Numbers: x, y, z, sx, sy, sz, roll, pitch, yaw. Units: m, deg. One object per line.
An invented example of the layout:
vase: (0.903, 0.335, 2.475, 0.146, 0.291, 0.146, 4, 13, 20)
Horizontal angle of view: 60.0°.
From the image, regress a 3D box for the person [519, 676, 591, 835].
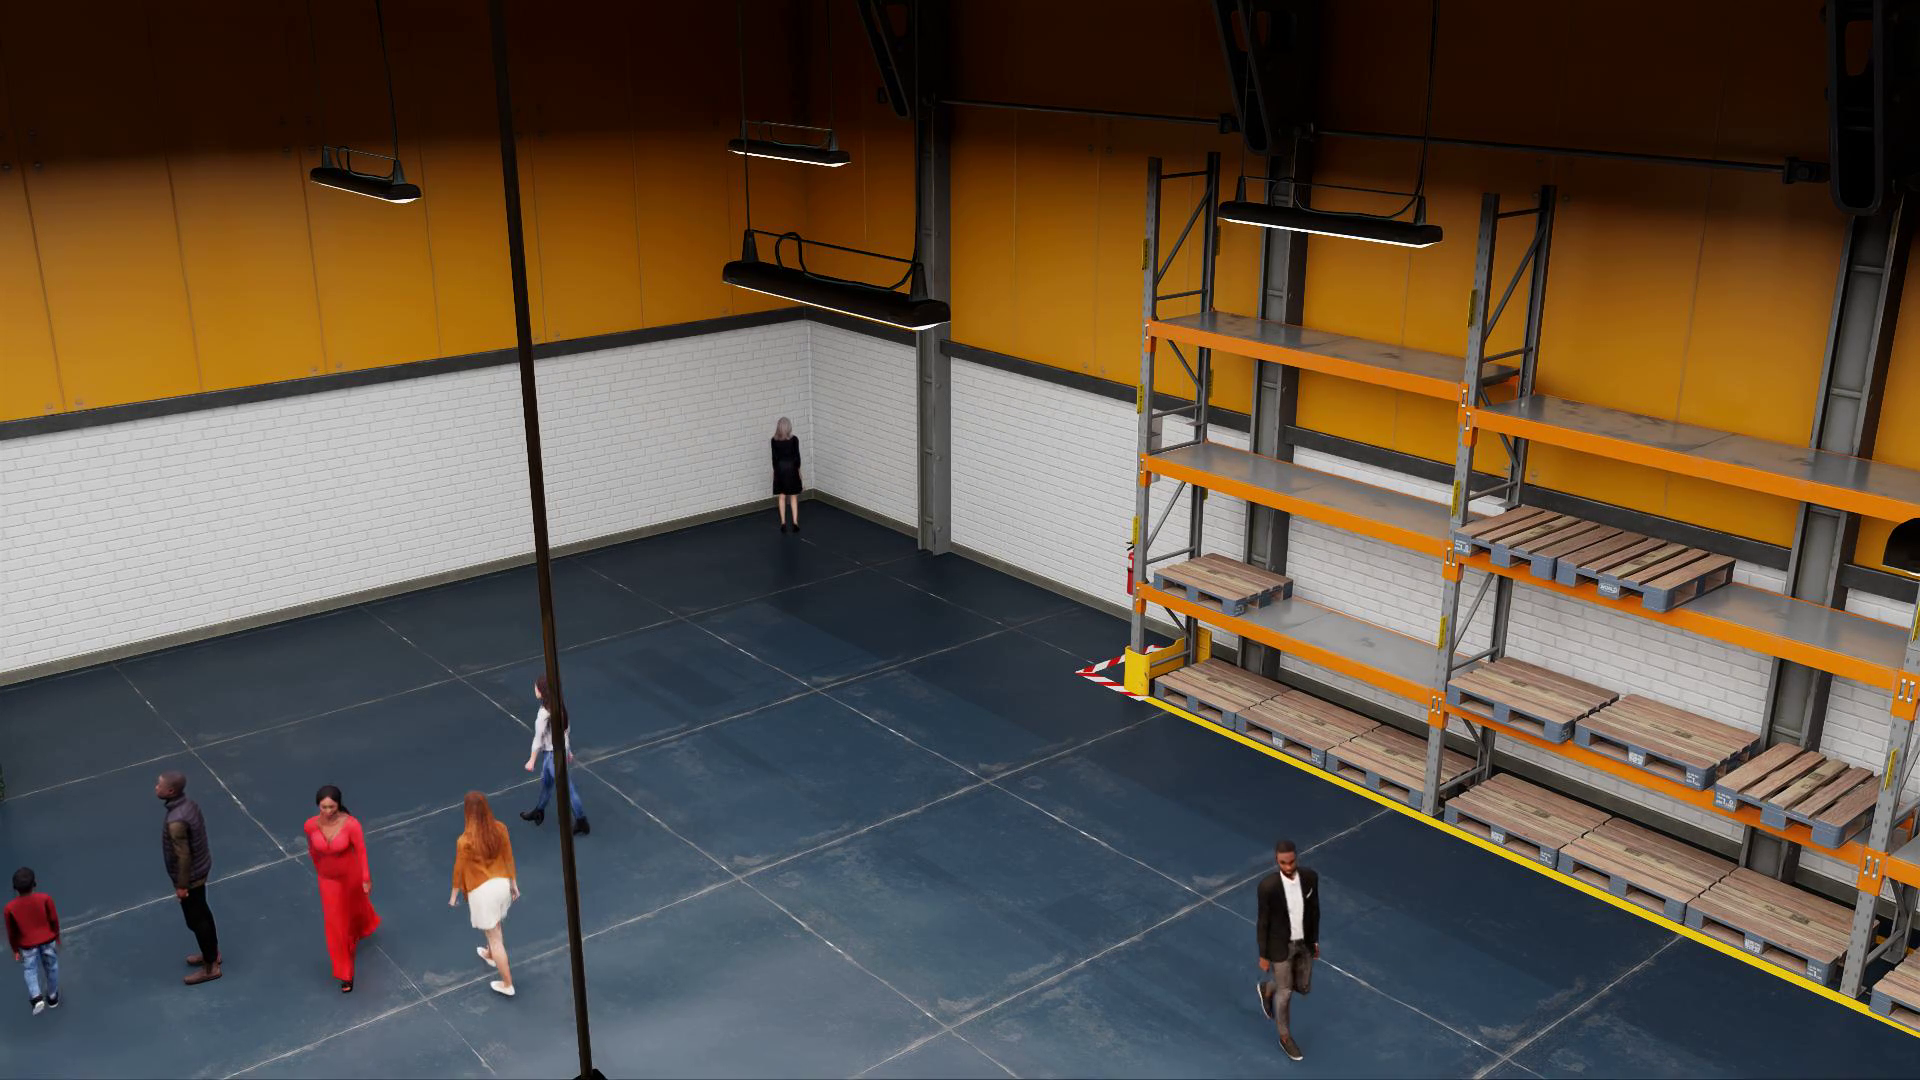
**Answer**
person: (-3.717, 2.054, 15.661, 1.023, 1.600, 0.969, 1, 19, 3)

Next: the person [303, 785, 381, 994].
person: (-5.003, 2.717, 13.491, 1.005, 1.729, 1.254, -3, 19, -9)

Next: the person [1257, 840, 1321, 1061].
person: (2.418, 3.016, 12.517, 0.860, 1.783, 0.990, -7, 20, -21)

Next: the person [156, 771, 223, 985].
person: (-6.214, 2.689, 13.405, 0.831, 1.835, 0.648, -6, 20, -17)

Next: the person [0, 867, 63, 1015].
person: (-7.206, 3.142, 12.986, 0.552, 1.246, 0.673, -11, 22, -30)

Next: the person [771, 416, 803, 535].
person: (-2.546, -0.963, 24.391, 0.702, 1.746, 0.746, 0, 19, -1)

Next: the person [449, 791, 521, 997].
person: (-3.687, 2.836, 13.199, 0.979, 1.689, 0.728, 15, 24, 37)
